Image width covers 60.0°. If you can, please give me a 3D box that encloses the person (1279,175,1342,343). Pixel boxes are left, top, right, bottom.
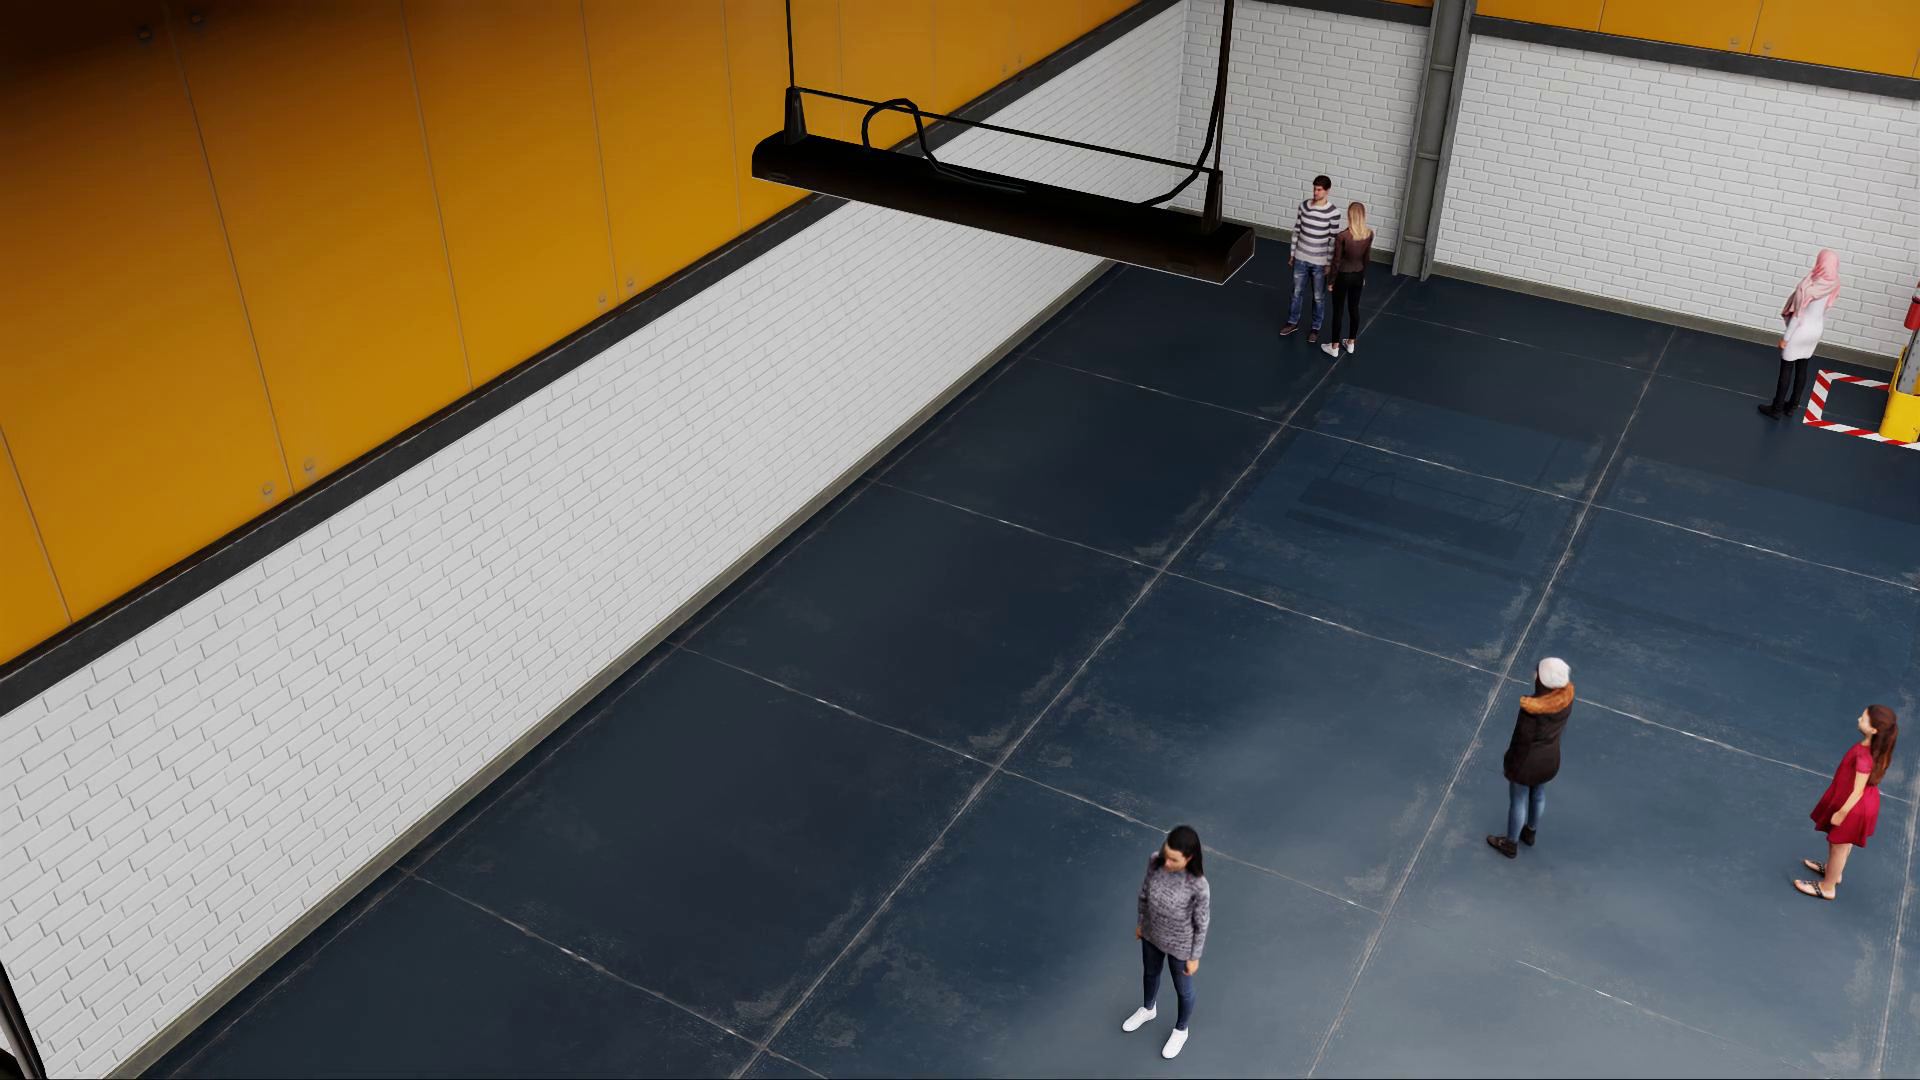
[{"bbox_3d":[3.804,-3.056,17.941,0.475,1.854,0.715,20,38,27],"label":"person"}]

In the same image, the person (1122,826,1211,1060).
[{"bbox_3d":[1.262,2.353,9.910,0.536,1.735,0.716,27,42,35],"label":"person"}]

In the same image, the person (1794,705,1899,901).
[{"bbox_3d":[5.918,1.725,11.020,0.633,1.552,0.574,23,40,31],"label":"person"}]

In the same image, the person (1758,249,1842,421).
[{"bbox_3d":[8.343,-2.035,16.450,0.741,1.804,0.795,-10,35,-14],"label":"person"}]

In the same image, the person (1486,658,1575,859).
[{"bbox_3d":[3.911,1.472,11.328,0.733,1.634,0.753,-19,38,-26],"label":"person"}]

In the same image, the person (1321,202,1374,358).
[{"bbox_3d":[4.118,-2.770,17.647,0.671,1.703,0.703,-12,35,-17],"label":"person"}]
